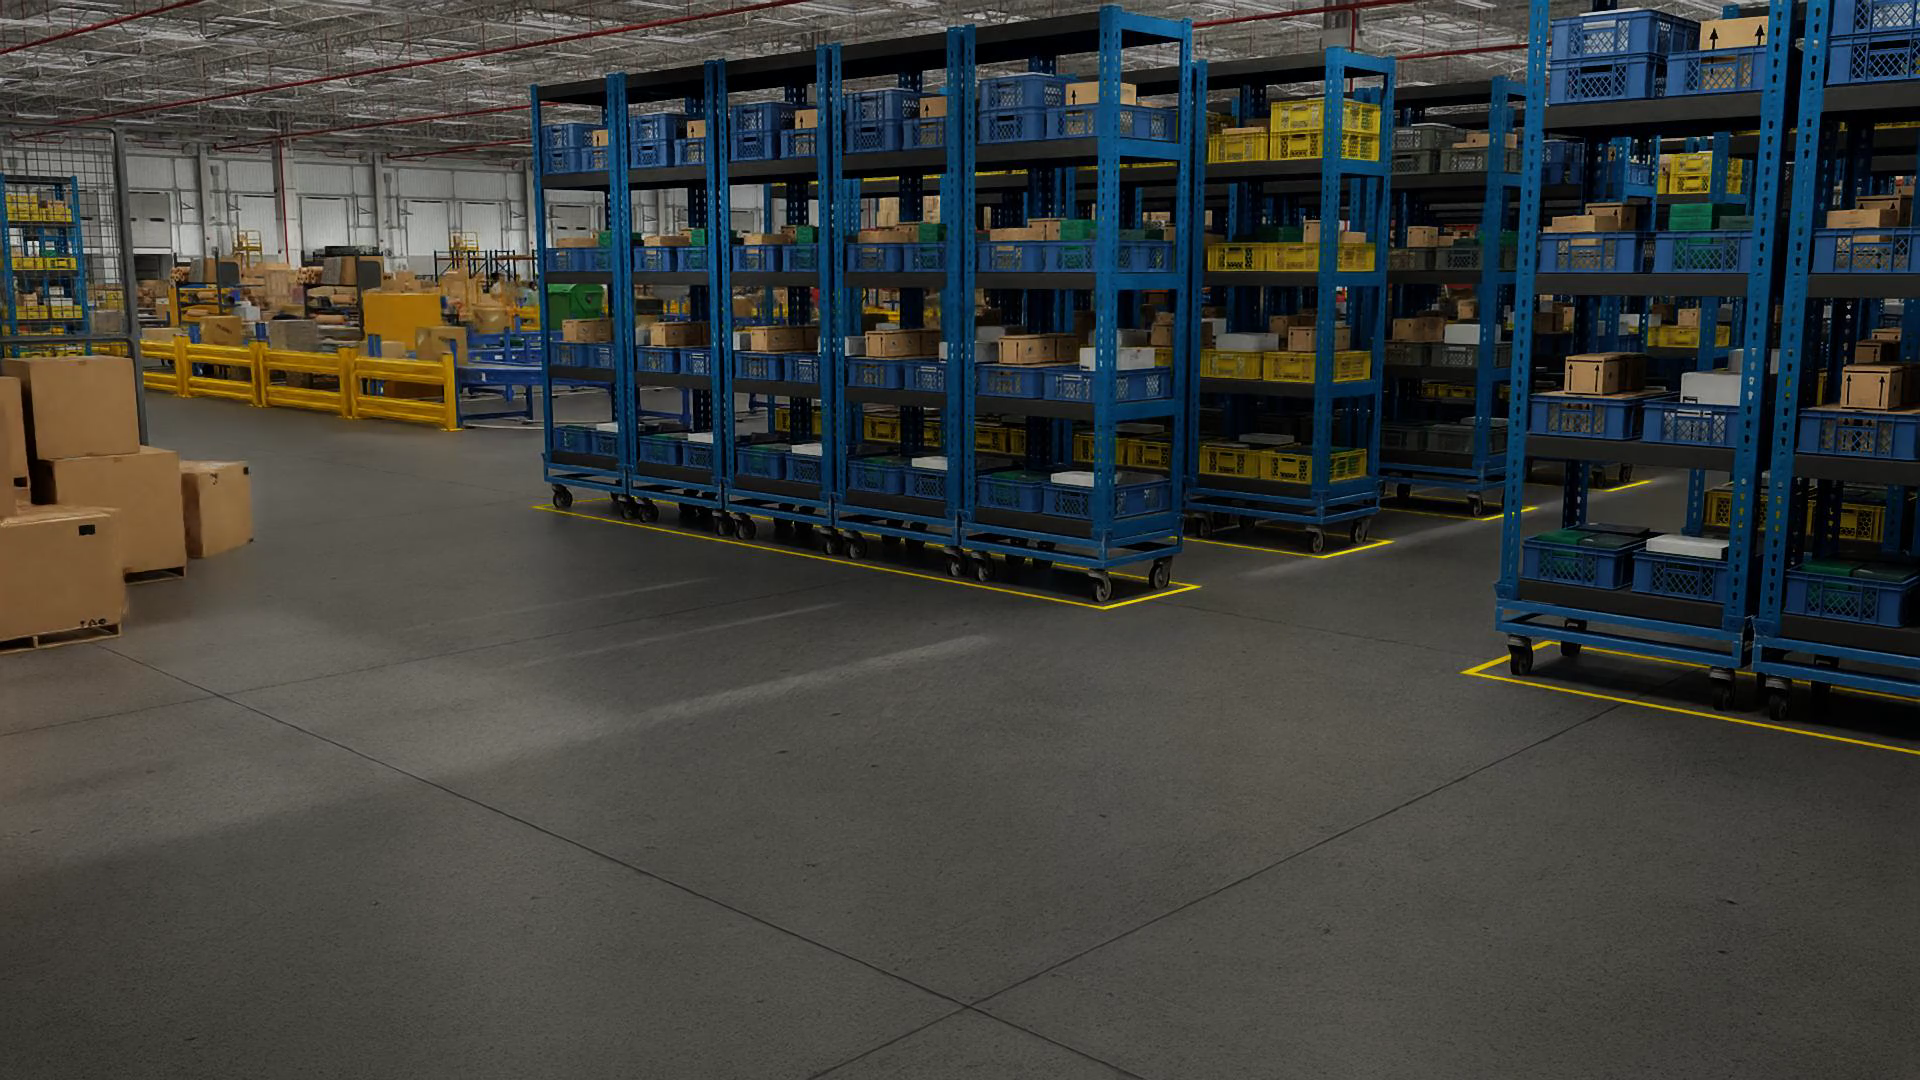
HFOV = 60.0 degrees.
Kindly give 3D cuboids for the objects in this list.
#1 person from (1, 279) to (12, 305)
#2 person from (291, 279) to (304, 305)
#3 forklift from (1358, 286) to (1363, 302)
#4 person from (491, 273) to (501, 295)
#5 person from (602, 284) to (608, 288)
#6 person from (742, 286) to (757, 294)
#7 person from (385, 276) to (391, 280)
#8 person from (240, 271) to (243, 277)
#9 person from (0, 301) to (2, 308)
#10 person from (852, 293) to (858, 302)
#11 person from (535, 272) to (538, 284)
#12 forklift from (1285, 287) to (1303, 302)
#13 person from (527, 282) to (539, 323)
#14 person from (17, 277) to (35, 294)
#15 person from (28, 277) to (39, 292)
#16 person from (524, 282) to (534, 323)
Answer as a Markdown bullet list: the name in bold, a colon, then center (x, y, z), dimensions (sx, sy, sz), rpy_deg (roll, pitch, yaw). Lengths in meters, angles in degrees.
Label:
- **person**: center (-46.643, -12.162, 81.364), dimensions (0.956, 1.960, 0.616), rpy_deg (-7, 12, -38)
- **person**: center (-23.956, -8.640, 60.333), dimensions (0.534, 1.766, 0.330), rpy_deg (-1, 9, -9)
- **forklift**: center (11.100, -7.017, 46.970), dimensions (1.873, 2.768, 1.129), rpy_deg (9, 13, 43)
- **person**: center (-16.423, -8.433, 58.507), dimensions (0.792, 1.938, 0.637), rpy_deg (-6, 11, -34)
- **person**: center (-16.822, -11.647, 78.548), dimensions (0.621, 1.843, 0.675), rpy_deg (-6, 11, -34)
- **person**: center (-8.558, -10.045, 68.099), dimensions (0.755, 2.000, 0.944), rpy_deg (-5, 10, -26)
- **person**: center (-20.832, -8.709, 60.601), dimensions (0.967, 1.825, 0.515), rpy_deg (-6, 11, -31)
- **person**: center (-37.165, -12.949, 86.221), dimensions (0.543, 1.938, 0.357), rpy_deg (8, 12, 41)
- **person**: center (-45.432, -11.540, 78.020), dimensions (0.988, 1.783, 0.635), rpy_deg (2, 9, 10)
- **person**: center (-4.782, -11.099, 74.867), dimensions (1.025, 1.938, 0.610), rpy_deg (-9, 13, -44)
- **person**: center (-21.635, -12.822, 85.528), dimensions (0.413, 1.915, 0.590), rpy_deg (1, 9, 6)
- **forklift**: center (11.788, -8.492, 56.011), dimensions (1.129, 2.768, 1.873), rpy_deg (9, 13, 43)
- **person**: center (-14.358, -7.906, 56.313), dimensions (0.537, 1.602, 0.769), rpy_deg (-9, 13, -44)
- **person**: center (-29.769, -7.538, 53.095), dimensions (0.383, 1.929, 0.539), rpy_deg (9, 13, 43)
- **person**: center (-29.946, -7.628, 53.825), dimensions (0.514, 1.865, 0.327), rpy_deg (4, 10, 22)
- **person**: center (-15.148, -8.263, 58.507), dimensions (0.518, 1.643, 0.893), rpy_deg (4, 10, 23)
